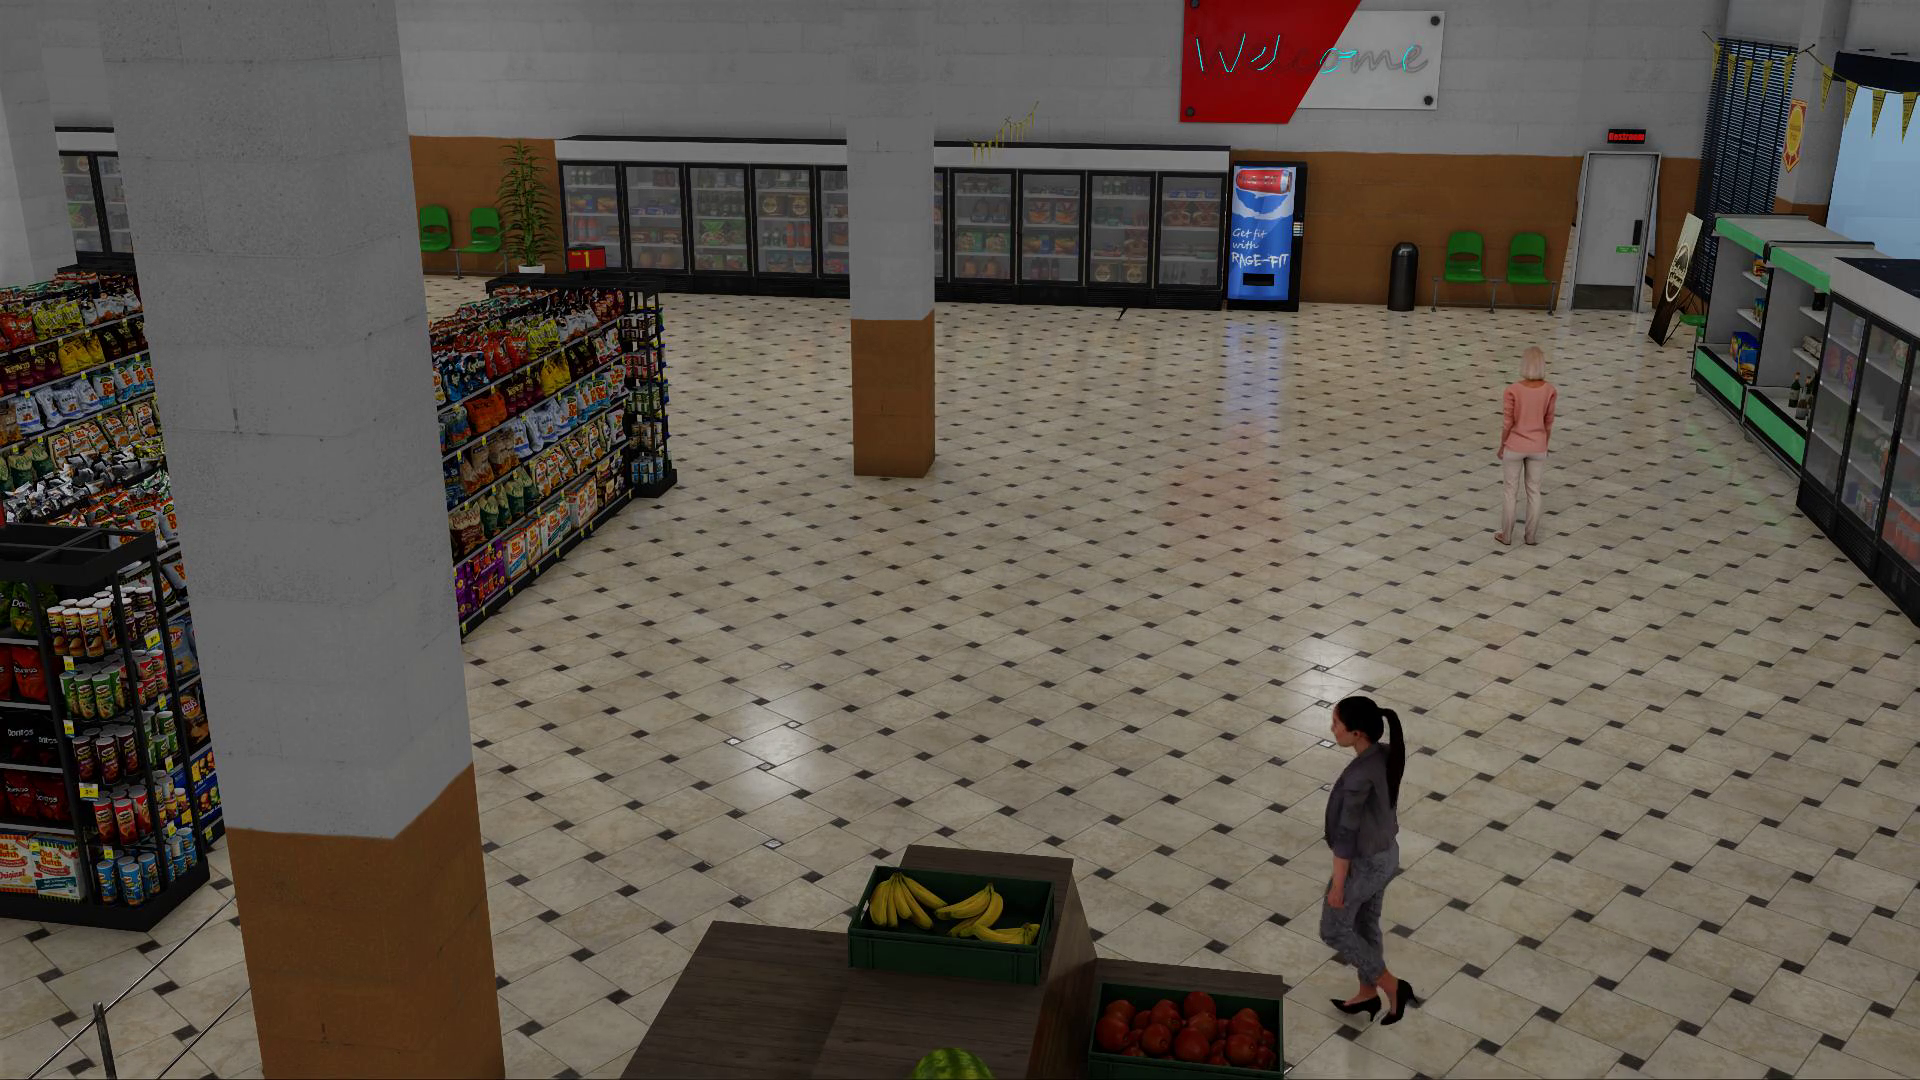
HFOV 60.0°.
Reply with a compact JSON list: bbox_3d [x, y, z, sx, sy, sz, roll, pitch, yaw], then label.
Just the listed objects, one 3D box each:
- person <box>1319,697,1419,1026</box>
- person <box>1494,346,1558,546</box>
[{"bbox_3d":[1.865,1.502,7.444,0.899,1.658,0.817,15,24,37],"label":"person"},{"bbox_3d":[4.819,-0.803,14.181,0.631,1.724,0.562,1,19,2],"label":"person"}]
